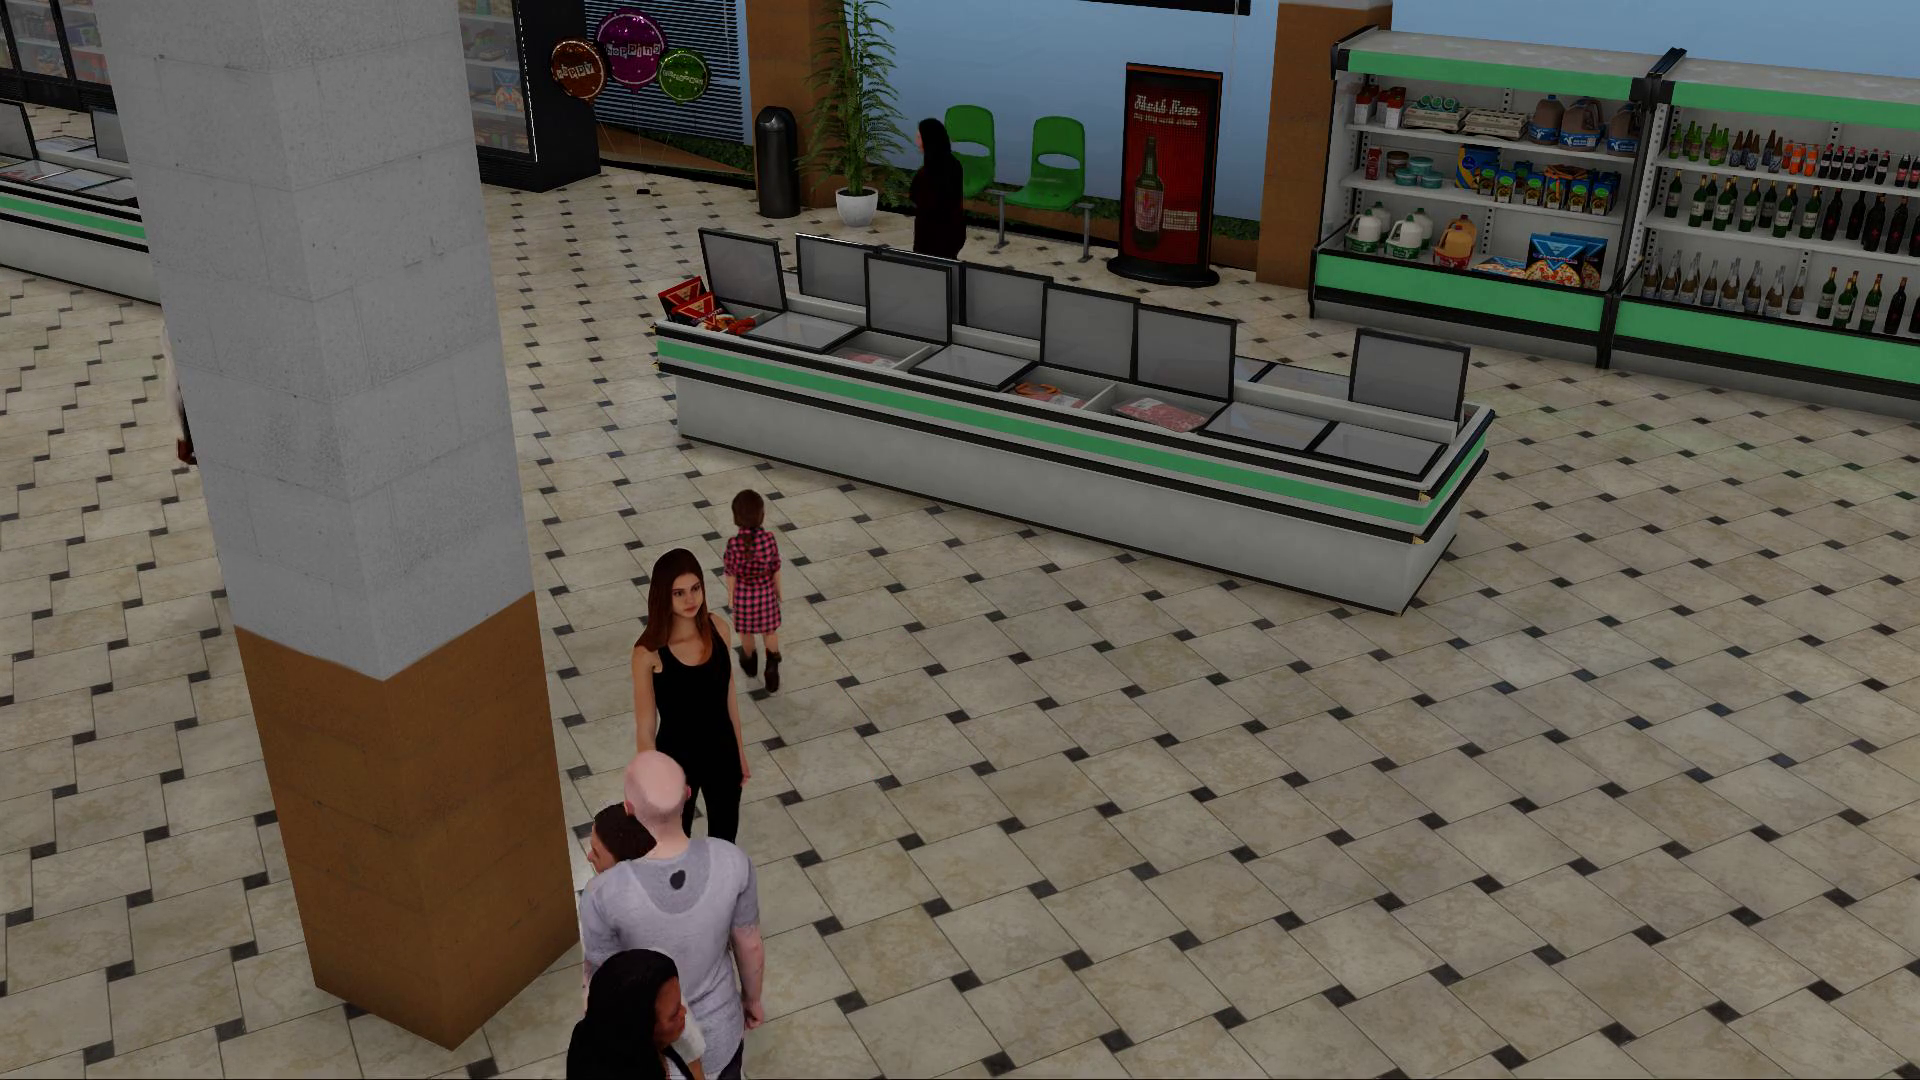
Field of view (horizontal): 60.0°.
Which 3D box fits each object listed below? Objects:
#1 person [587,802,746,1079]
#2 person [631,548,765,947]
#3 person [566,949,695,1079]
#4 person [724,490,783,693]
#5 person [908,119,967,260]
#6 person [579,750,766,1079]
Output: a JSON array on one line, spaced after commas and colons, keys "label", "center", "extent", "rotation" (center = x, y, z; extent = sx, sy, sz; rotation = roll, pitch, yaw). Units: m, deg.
[{"label": "person", "center": [-0.730, 1.472, 4.835], "extent": [1.201, 1.650, 1.026], "rotation": [-2, 27, -4]}, {"label": "person", "center": [-0.968, 0.809, 6.057], "extent": [0.638, 1.726, 0.617], "rotation": [-20, 33, -34]}, {"label": "person", "center": [-0.986, 1.766, 4.344], "extent": [1.147, 1.568, 1.052], "rotation": [-5, 27, -10]}, {"label": "person", "center": [-0.979, 0.252, 7.942], "extent": [0.647, 1.014, 0.735], "rotation": [-10, 29, -20]}, {"label": "person", "center": [-0.051, -2.064, 11.751], "extent": [1.141, 1.701, 0.810], "rotation": [9, 28, 17]}, {"label": "person", "center": [-0.787, 1.451, 4.685], "extent": [0.848, 1.822, 0.889], "rotation": [-12, 29, -23]}]
